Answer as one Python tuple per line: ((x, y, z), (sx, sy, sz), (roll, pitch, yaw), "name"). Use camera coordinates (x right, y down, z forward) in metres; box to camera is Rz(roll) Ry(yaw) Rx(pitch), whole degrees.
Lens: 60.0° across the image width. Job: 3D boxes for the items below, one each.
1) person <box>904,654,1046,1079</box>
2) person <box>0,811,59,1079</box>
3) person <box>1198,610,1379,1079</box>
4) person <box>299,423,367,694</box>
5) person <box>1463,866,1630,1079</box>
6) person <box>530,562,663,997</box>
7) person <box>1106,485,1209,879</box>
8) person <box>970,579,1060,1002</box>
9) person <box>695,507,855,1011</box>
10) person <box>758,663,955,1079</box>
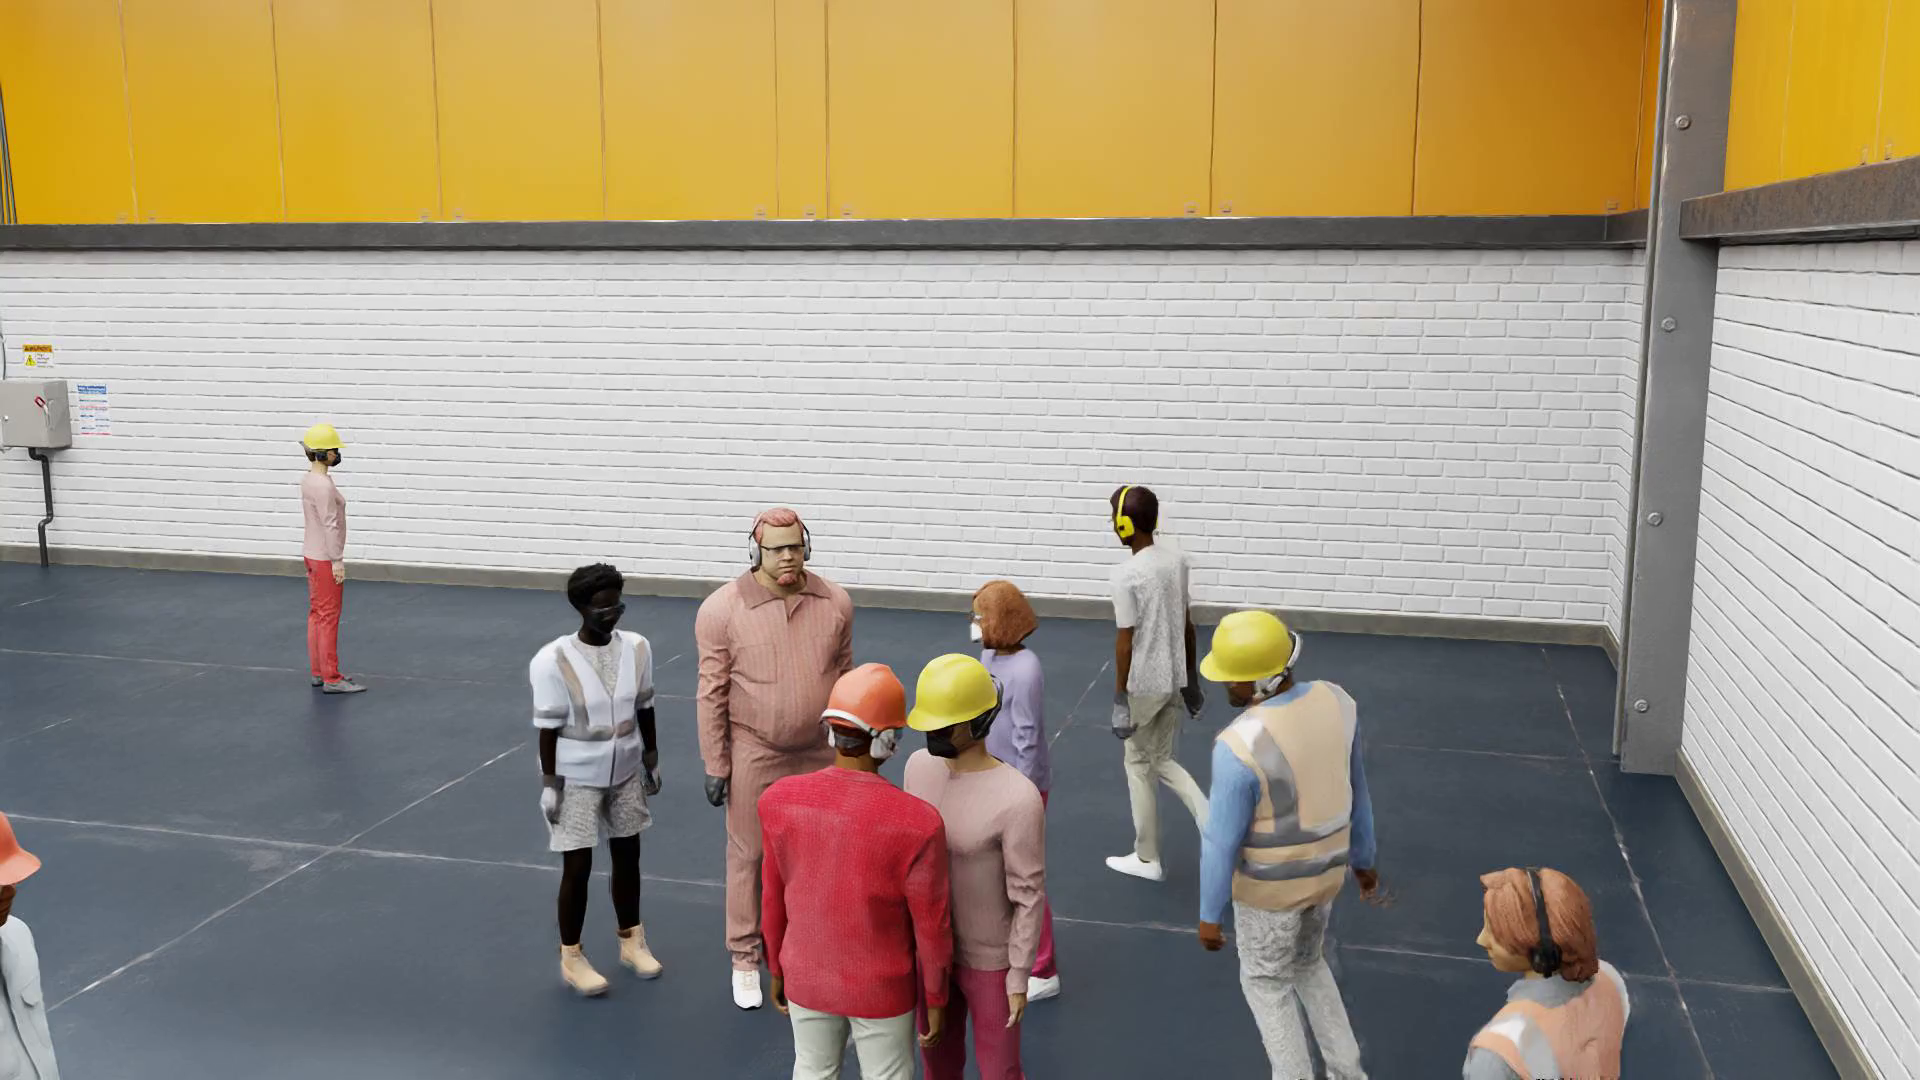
((0.000, 1.174, 4.697), (0.523, 1.760, 0.328), (8, 13, 41), "person")
((-2.046, 1.378, 3.502), (0.326, 1.752, 0.560), (-1, 10, -3), "person")
((1.017, 1.068, 5.284), (0.672, 1.768, 0.403), (-8, 12, -38), "person")
((-4.126, 0.121, 10.868), (0.311, 1.769, 0.522), (-7, 12, -34), "person")
((1.234, 1.444, 3.504), (0.601, 1.612, 0.500), (-8, 12, -38), "person")
((-1.399, 0.909, 6.451), (0.553, 1.688, 0.349), (-9, 13, -43), "person")
((0.921, 0.672, 7.422), (0.611, 1.842, 0.534), (9, 13, 43), "person")
((0.199, 0.951, 6.420), (0.317, 1.624, 0.500), (-3, 10, -19), "person")
((-0.673, 0.818, 6.353), (0.651, 1.907, 0.409), (-5, 11, -28), "person")
((-0.277, 1.198, 4.618), (0.574, 1.737, 0.354), (4, 10, 20), "person")
